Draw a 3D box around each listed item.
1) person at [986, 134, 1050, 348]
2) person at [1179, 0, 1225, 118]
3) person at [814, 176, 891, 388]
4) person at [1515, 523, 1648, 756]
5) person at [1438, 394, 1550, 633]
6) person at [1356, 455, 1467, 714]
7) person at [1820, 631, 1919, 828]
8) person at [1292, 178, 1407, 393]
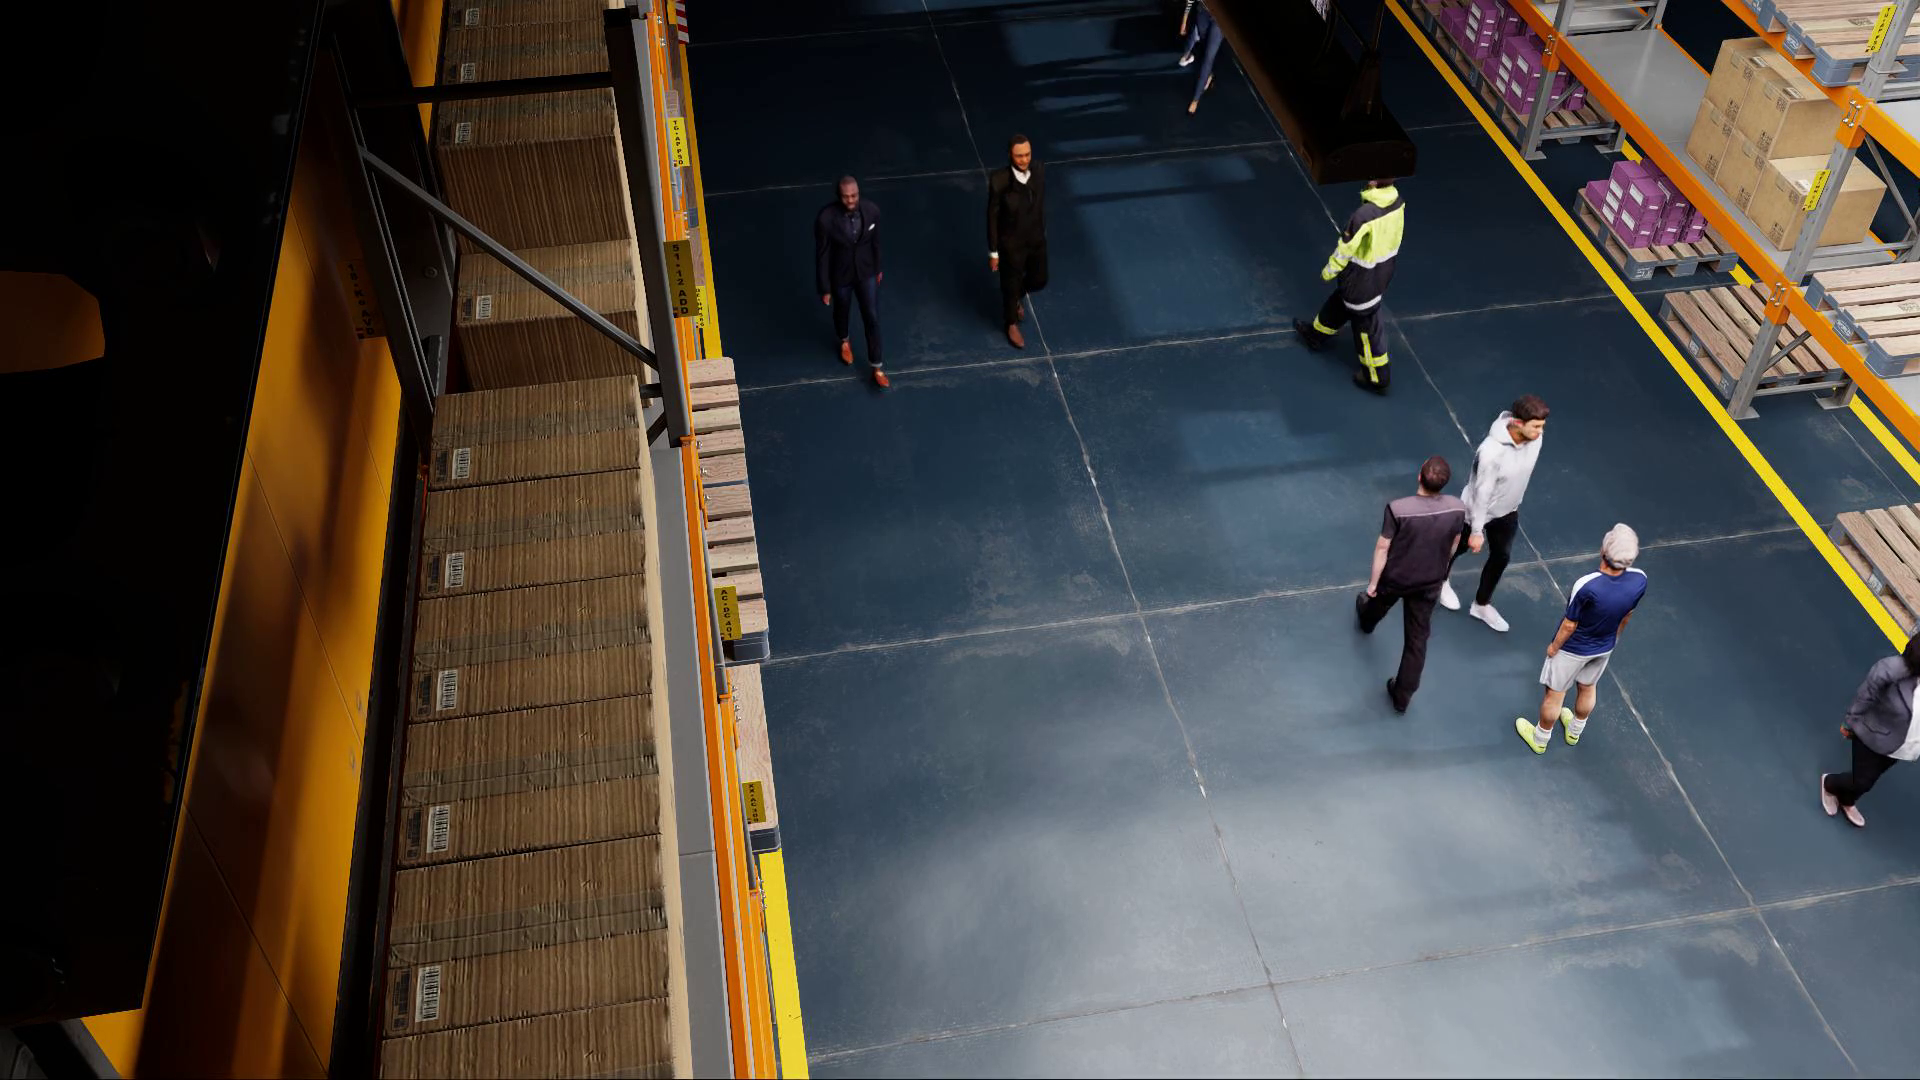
[{"bbox_3d":[0.437,-2.467,13.437,0.824,1.888,0.886,-18,47,-18],"label":"person"},{"bbox_3d":[2.496,-5.099,16.306,1.046,1.741,1.205,18,46,18],"label":"person"},{"bbox_3d":[-0.875,-2.134,13.163,0.808,1.784,1.100,-12,45,-12],"label":"person"},{"bbox_3d":[3.848,0.620,10.232,0.649,1.838,0.569,-10,45,-11],"label":"person"},{"bbox_3d":[3.472,-0.278,11.134,0.858,1.895,0.972,-17,46,-17],"label":"person"},{"bbox_3d":[2.881,0.319,10.586,0.875,1.786,1.282,0,44,0],"label":"person"},{"bbox_3d":[5.507,1.077,9.932,0.694,1.590,0.666,-9,44,-10],"label":"person"},{"bbox_3d":[3.214,-2.013,12.933,1.389,1.925,1.253,32,52,29],"label":"person"}]
